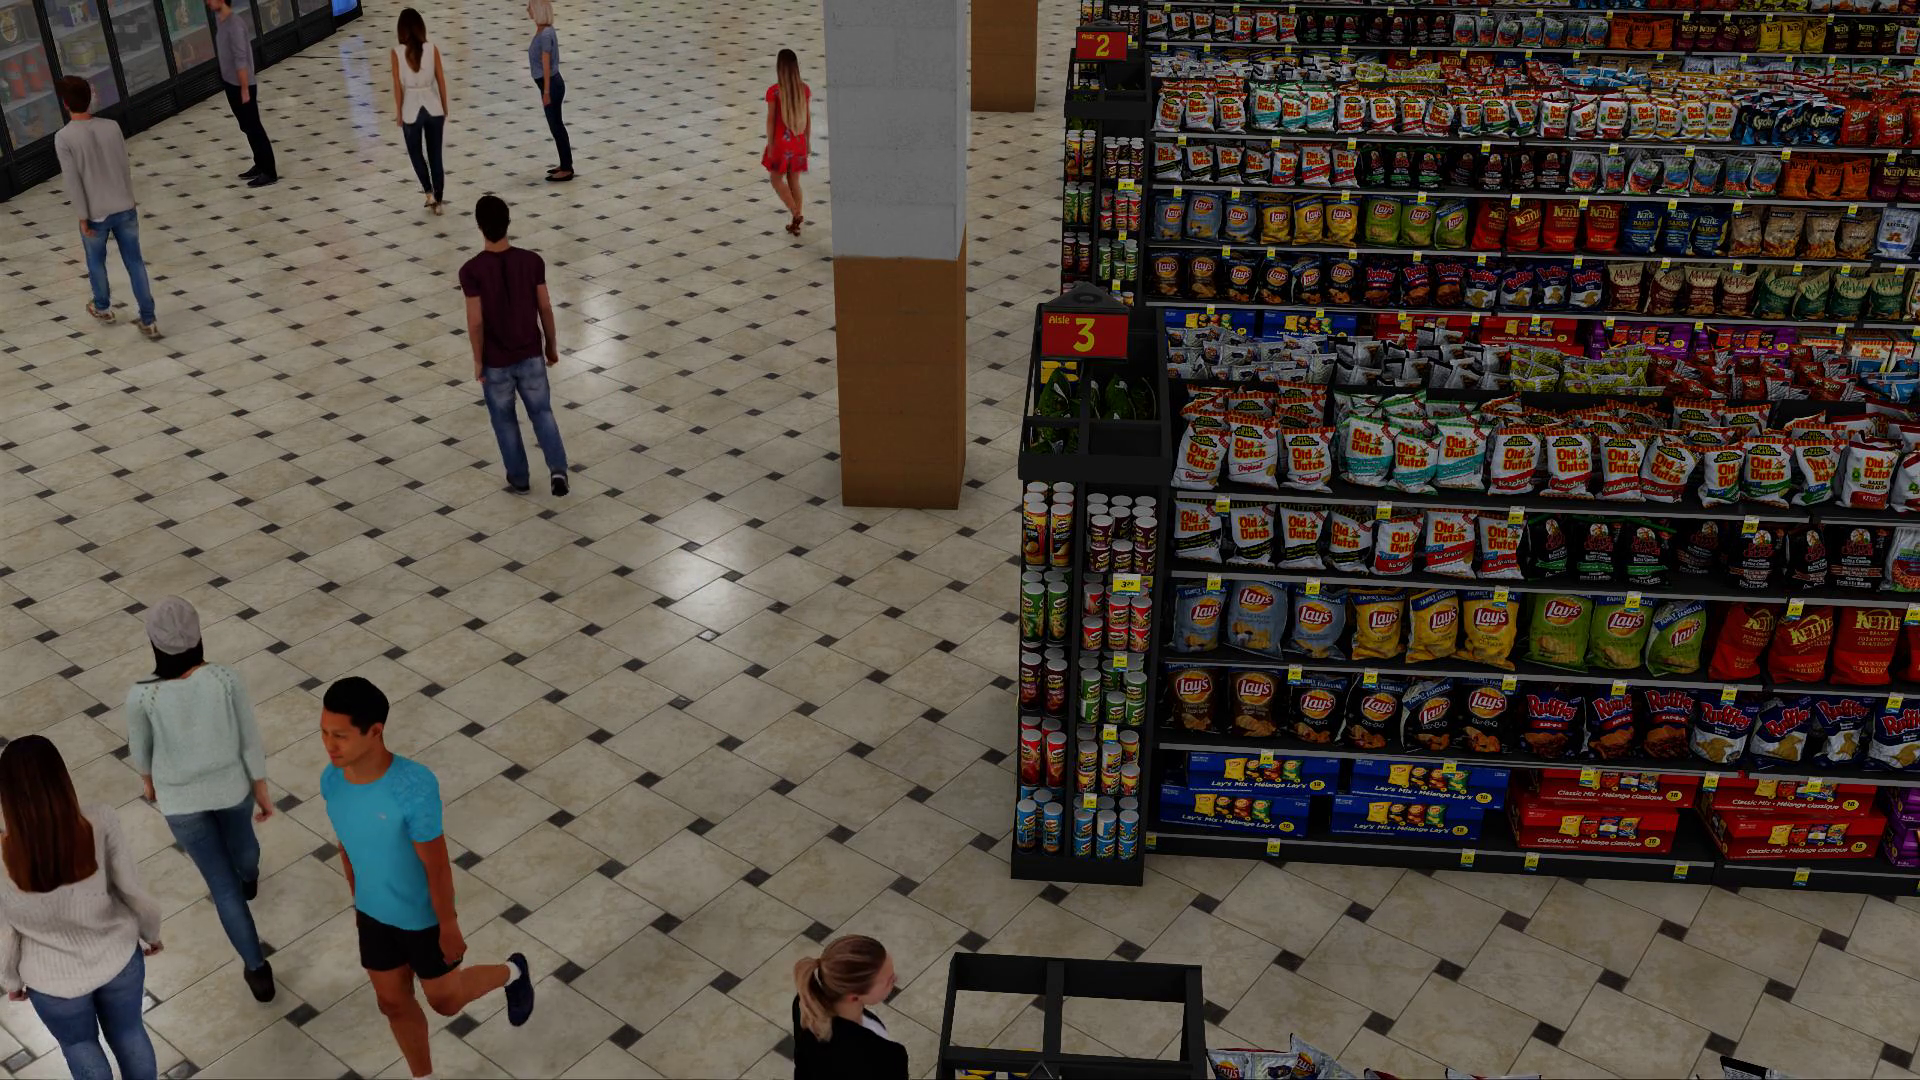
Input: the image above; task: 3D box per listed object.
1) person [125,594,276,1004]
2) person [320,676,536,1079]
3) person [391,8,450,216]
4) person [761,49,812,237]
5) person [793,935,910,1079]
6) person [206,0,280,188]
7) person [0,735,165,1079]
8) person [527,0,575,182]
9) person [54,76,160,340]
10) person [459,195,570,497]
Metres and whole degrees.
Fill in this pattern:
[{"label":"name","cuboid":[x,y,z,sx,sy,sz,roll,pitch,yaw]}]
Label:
[{"label":"person","cuboid":[-2.745,0.989,6.123,1.067,1.601,1.061,-18,33,-29]},{"label":"person","cuboid":[-1.795,1.184,5.605,0.990,1.754,0.886,11,31,20]},{"label":"person","cuboid":[-4.676,-3.702,14.529,0.681,1.779,0.782,-13,31,-23]},{"label":"person","cuboid":[-1.414,-3.302,14.004,0.791,1.580,0.836,-16,33,-27]},{"label":"person","cuboid":[-0.368,1.784,4.573,0.984,1.691,0.907,-21,35,-33]},{"label":"person","cuboid":[-6.676,-4.238,15.446,0.766,1.841,0.715,-20,35,-33]},{"label":"person","cuboid":[-2.782,1.389,5.307,0.867,1.681,0.913,-16,33,-27]},{"label":"person","cuboid":[-3.821,-4.239,15.571,0.610,1.722,0.618,-7,29,-13]},{"label":"person","cuboid":[-6.070,-2.336,11.932,1.051,1.871,1.138,-24,37,-36]},{"label":"person","cuboid":[-2.567,-1.047,9.606,0.995,1.836,1.007,-15,32,-26]}]
